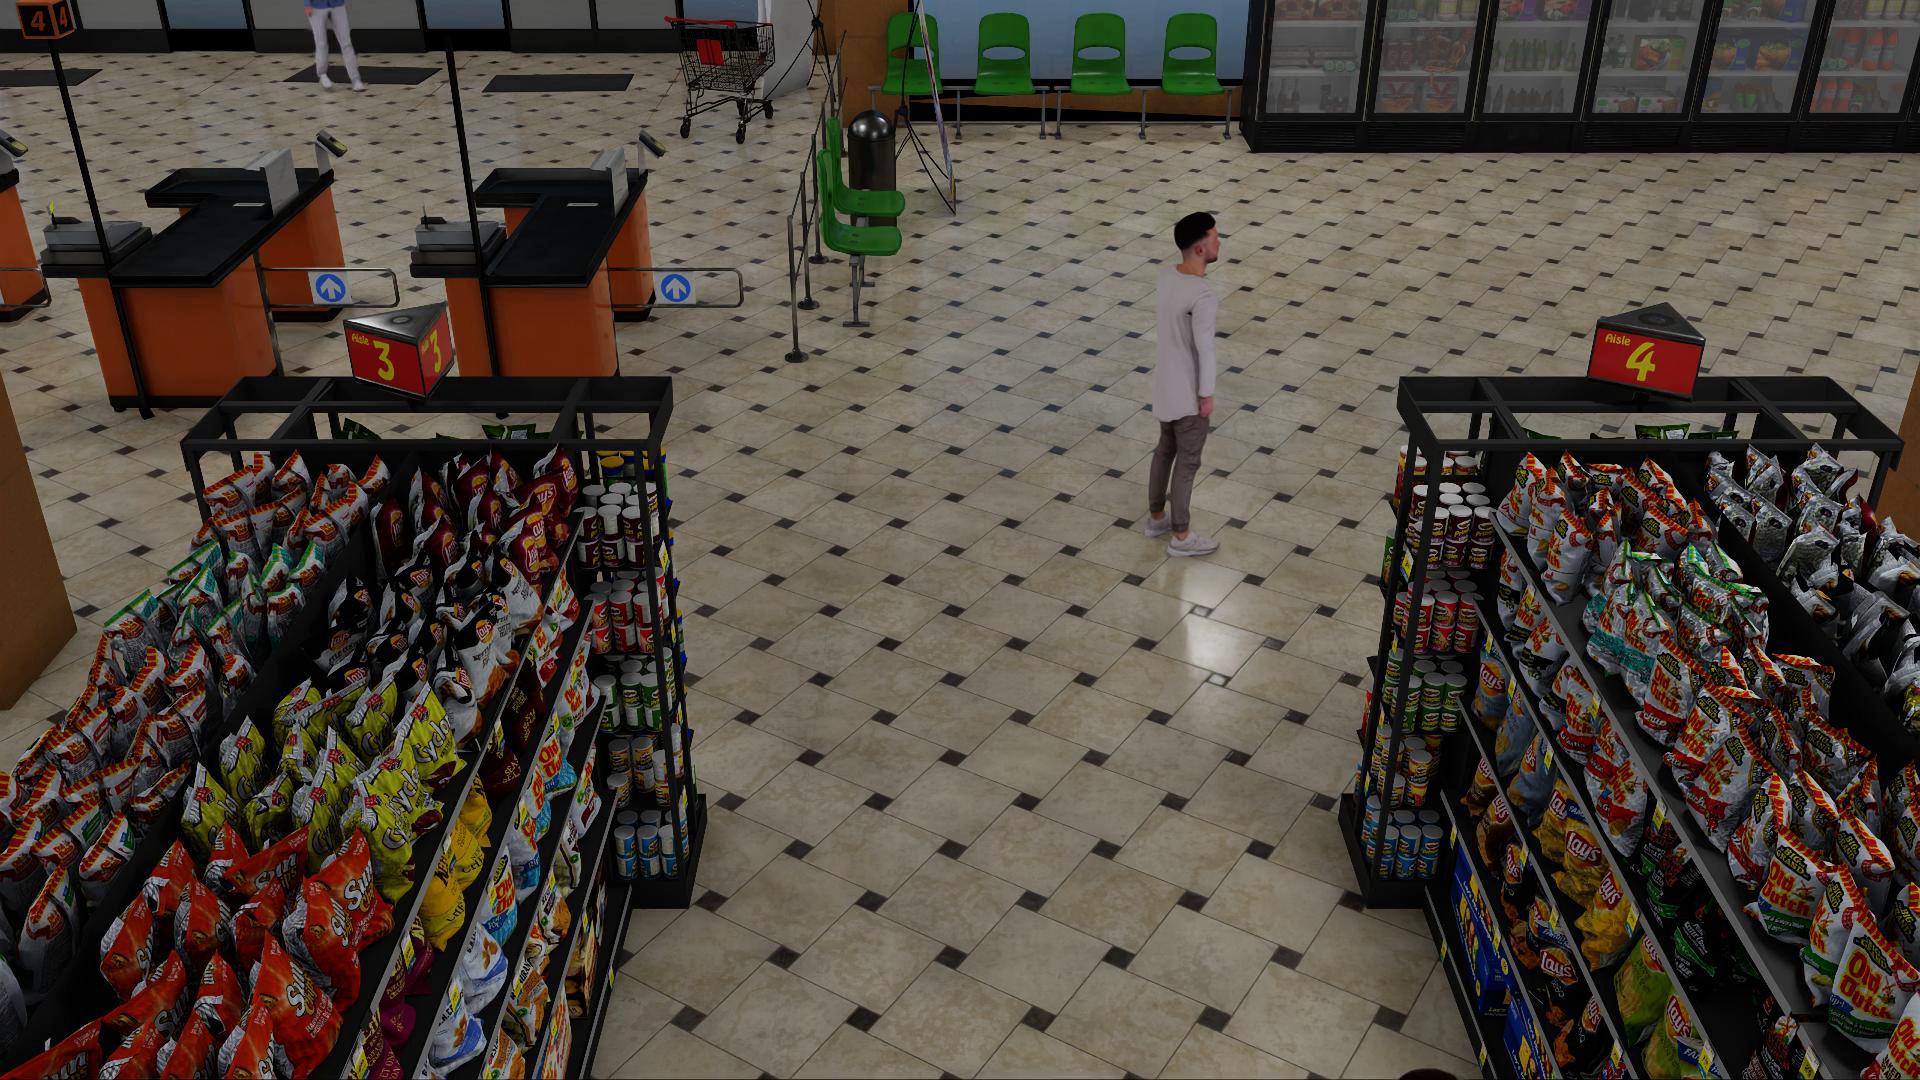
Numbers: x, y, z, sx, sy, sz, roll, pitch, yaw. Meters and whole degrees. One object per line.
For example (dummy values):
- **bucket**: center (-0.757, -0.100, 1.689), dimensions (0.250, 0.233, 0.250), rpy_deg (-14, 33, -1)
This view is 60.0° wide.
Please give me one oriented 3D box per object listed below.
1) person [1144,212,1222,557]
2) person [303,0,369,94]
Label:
- **person**: center (1.165, -0.810, 8.612), dimensions (0.792, 1.839, 0.624), rpy_deg (-10, 30, -18)
- **person**: center (-6.683, -5.618, 17.419), dimensions (1.139, 1.839, 1.250), rpy_deg (-22, 35, -34)
